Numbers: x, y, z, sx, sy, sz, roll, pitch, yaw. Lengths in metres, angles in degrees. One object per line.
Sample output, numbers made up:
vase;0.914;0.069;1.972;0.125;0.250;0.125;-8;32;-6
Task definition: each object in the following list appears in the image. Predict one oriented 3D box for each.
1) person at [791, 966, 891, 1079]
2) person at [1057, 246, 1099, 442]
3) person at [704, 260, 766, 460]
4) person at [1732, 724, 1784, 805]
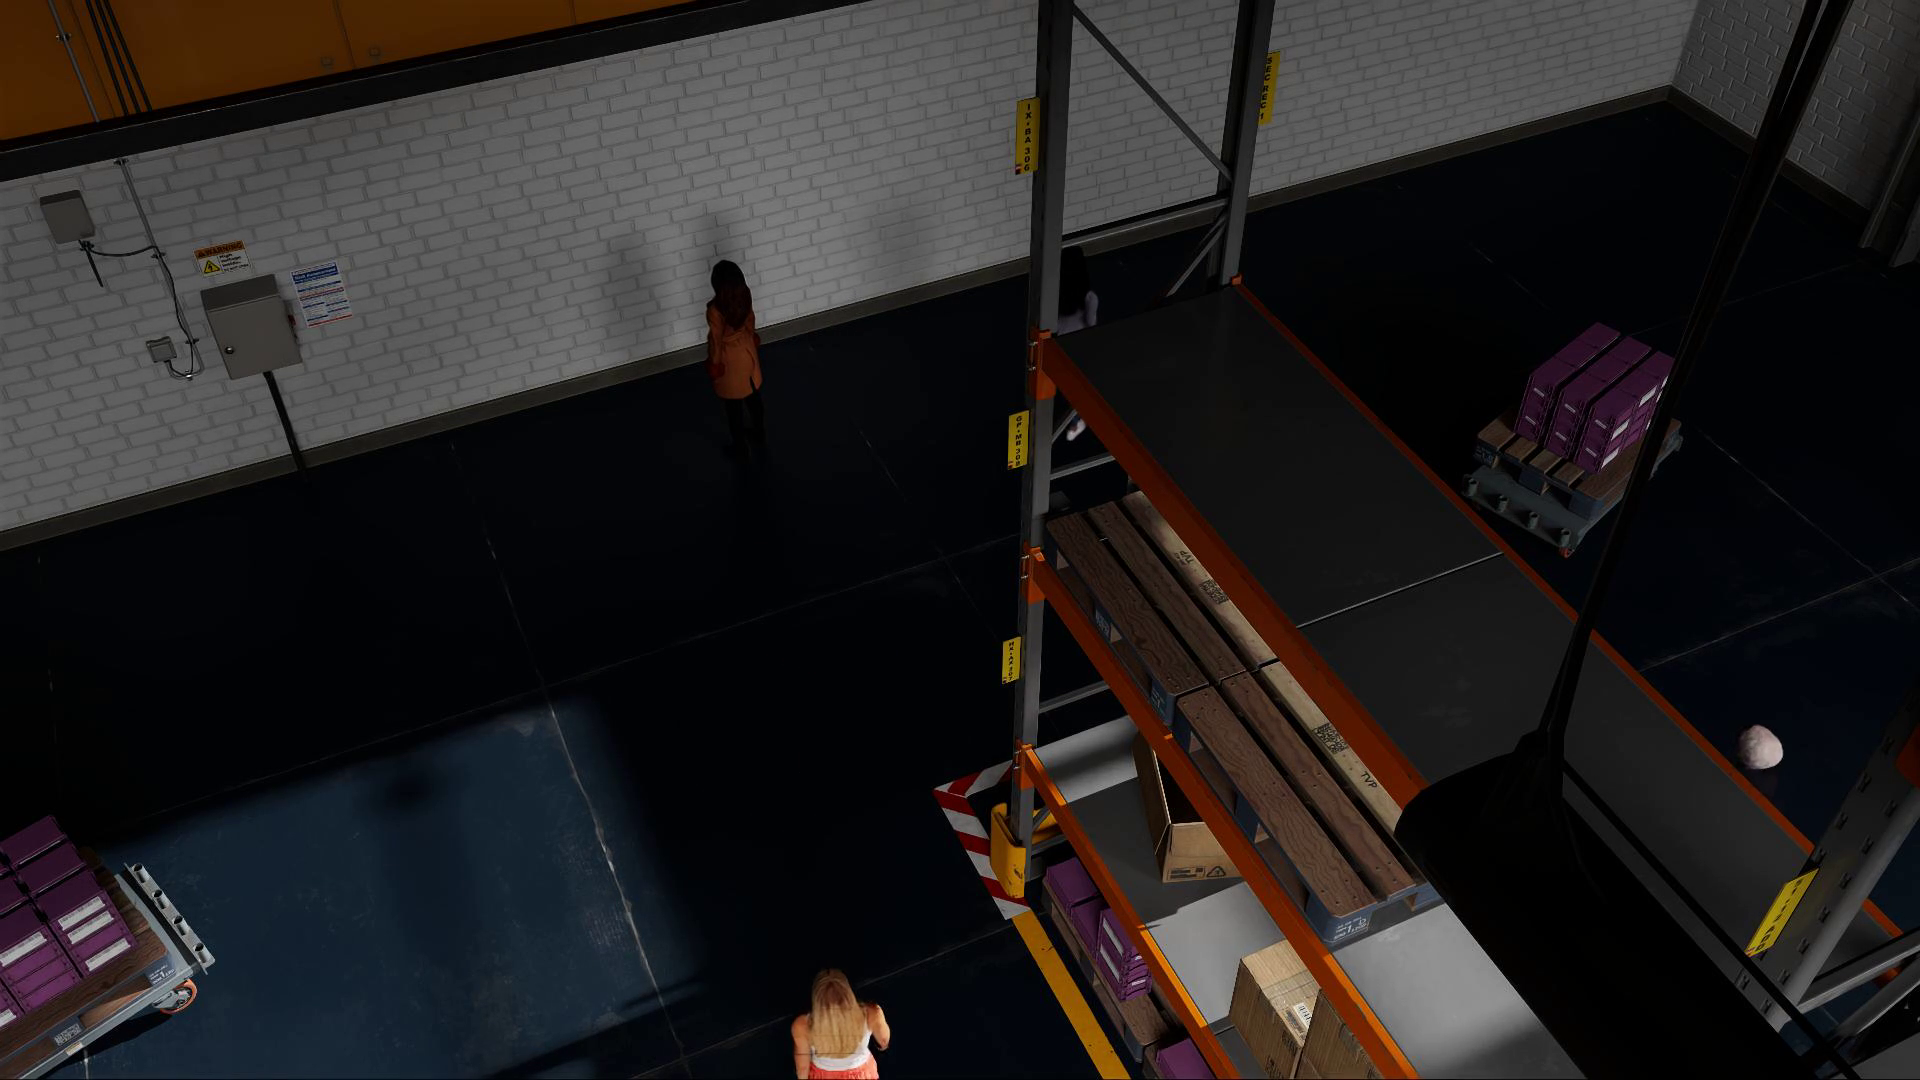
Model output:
person;-0.556;2.731;8.067;0.969;1.751;1.324;-1;44;-1
person;0.784;-1.436;12.451;0.757;1.738;0.820;17;46;17
person;-1.673;-1.345;12.369;0.766;1.720;0.781;28;50;26
person;4.070;1.654;8.844;0.824;1.748;1.129;-14;45;-14
